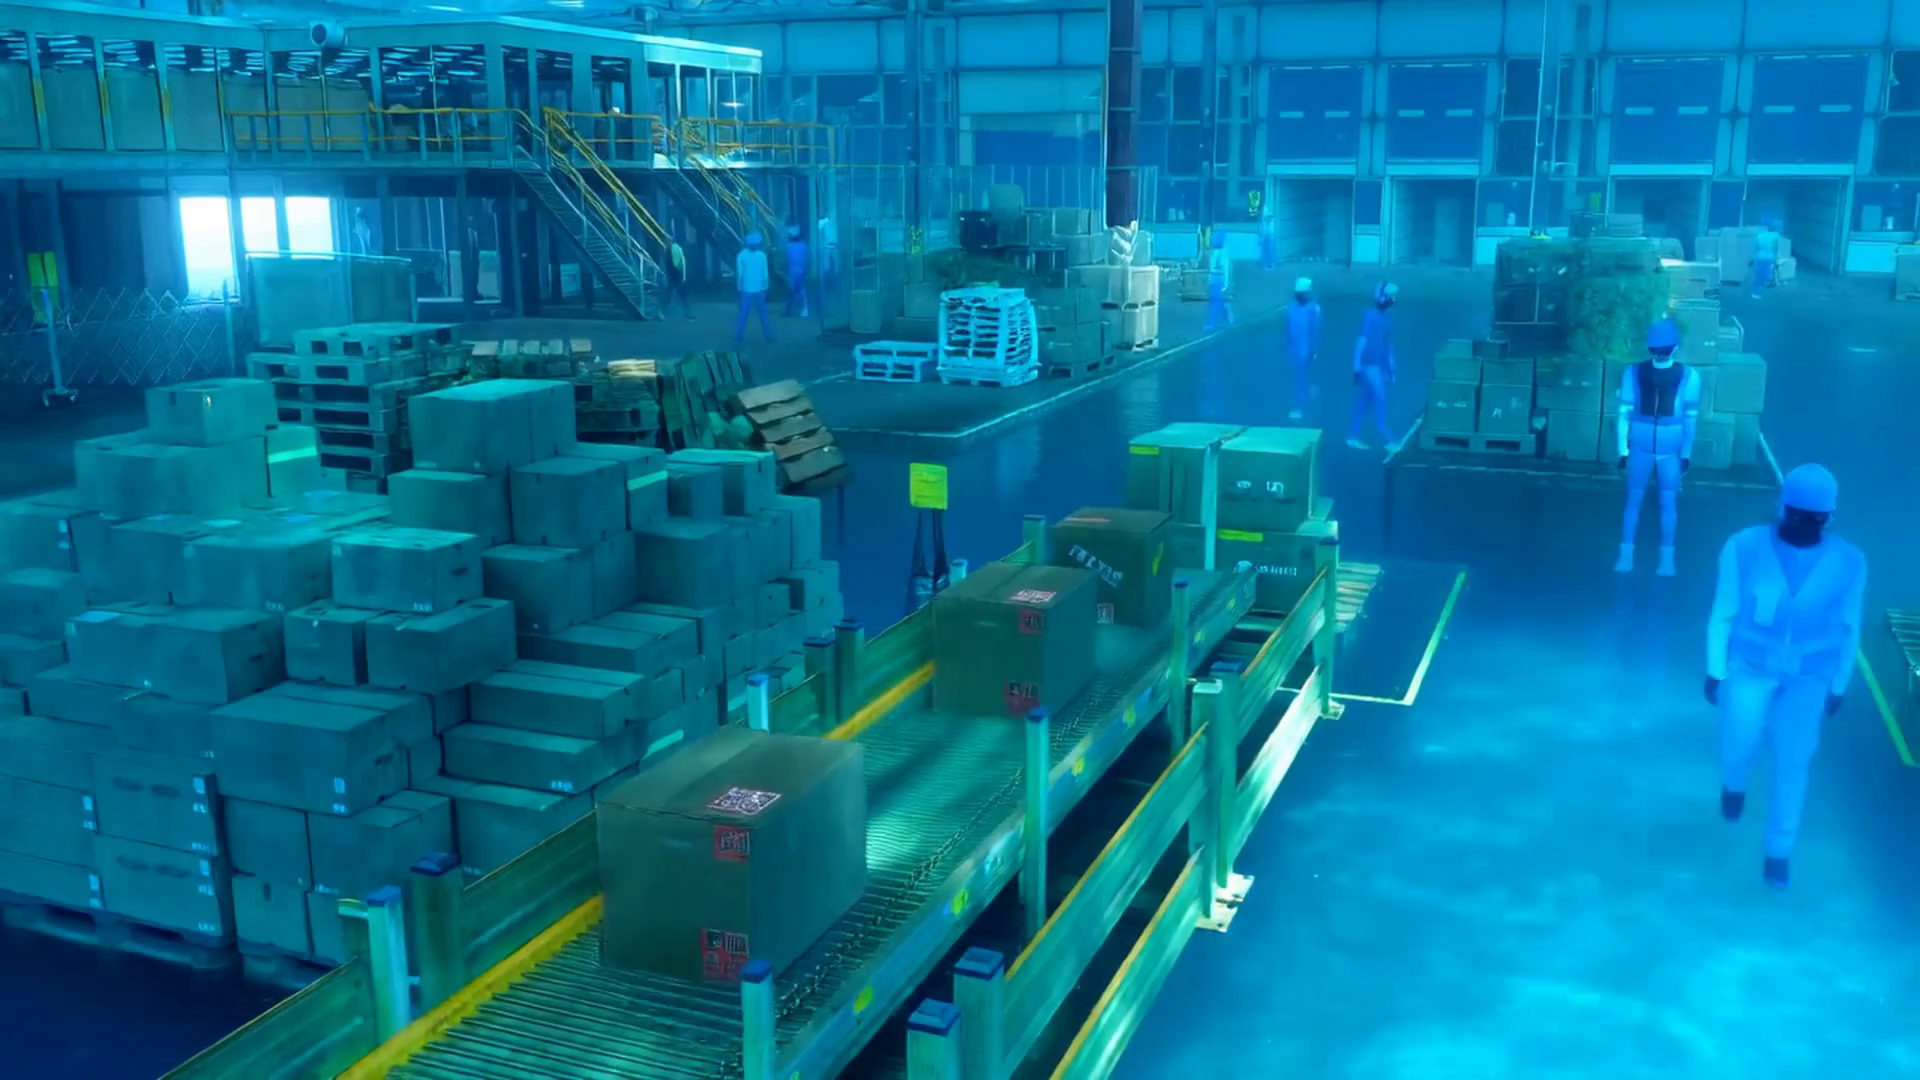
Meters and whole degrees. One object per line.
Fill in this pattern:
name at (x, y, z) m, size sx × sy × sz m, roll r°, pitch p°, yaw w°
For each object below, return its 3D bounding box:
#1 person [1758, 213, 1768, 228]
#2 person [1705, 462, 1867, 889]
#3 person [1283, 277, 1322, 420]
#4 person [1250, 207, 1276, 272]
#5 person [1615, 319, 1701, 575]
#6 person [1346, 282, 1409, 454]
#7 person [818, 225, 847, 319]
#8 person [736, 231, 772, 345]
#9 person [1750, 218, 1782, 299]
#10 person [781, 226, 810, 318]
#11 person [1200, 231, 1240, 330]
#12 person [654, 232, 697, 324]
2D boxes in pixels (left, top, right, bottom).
person at (21.716, -7.894, 44.931) m, size 0.717 × 1.855 × 0.528 m, roll 5°, pitch 13°, yaw 21°
person at (3.547, 0.535, 7.202) m, size 0.597 × 1.812 × 0.714 m, roll 5°, pitch 14°, yaw 22°
person at (4.191, -2.344, 20.284) m, size 0.502 × 1.727 × 0.478 m, roll 12°, pitch 17°, yaw 42°
person at (9.044, -8.941, 49.496) m, size 0.983 × 1.893 × 0.621 m, roll 11°, pitch 17°, yaw 41°
person at (5.202, -0.689, 12.452) m, size 0.541 × 1.928 × 0.397 m, roll 7°, pitch 14°, yaw 28°
person at (4.535, -1.829, 17.782) m, size 0.920 × 1.821 × 0.546 m, roll 12°, pitch 17°, yaw 43°
person at (-2.546, -5.432, 33.797) m, size 0.762 × 1.881 × 0.632 m, roll -5°, pitch 14°, yaw -23°
person at (-3.587, -4.366, 28.825) m, size 0.641 × 1.991 × 0.439 m, roll -11°, pitch 16°, yaw -39°
person at (18.958, -6.613, 39.113) m, size 0.630 × 1.874 × 0.575 m, roll -3°, pitch 13°, yaw -13°
person at (-3.344, -5.484, 34.055) m, size 0.546 × 1.871 × 0.955 m, roll 3°, pitch 13°, yaw 14°
person at (4.957, -4.912, 31.512) m, size 0.769 × 1.866 × 0.583 m, roll -3°, pitch 13°, yaw -13°
person at (-5.659, -5.160, 32.788) m, size 0.533 × 1.812 × 0.819 m, roll 12°, pitch 17°, yaw 43°
